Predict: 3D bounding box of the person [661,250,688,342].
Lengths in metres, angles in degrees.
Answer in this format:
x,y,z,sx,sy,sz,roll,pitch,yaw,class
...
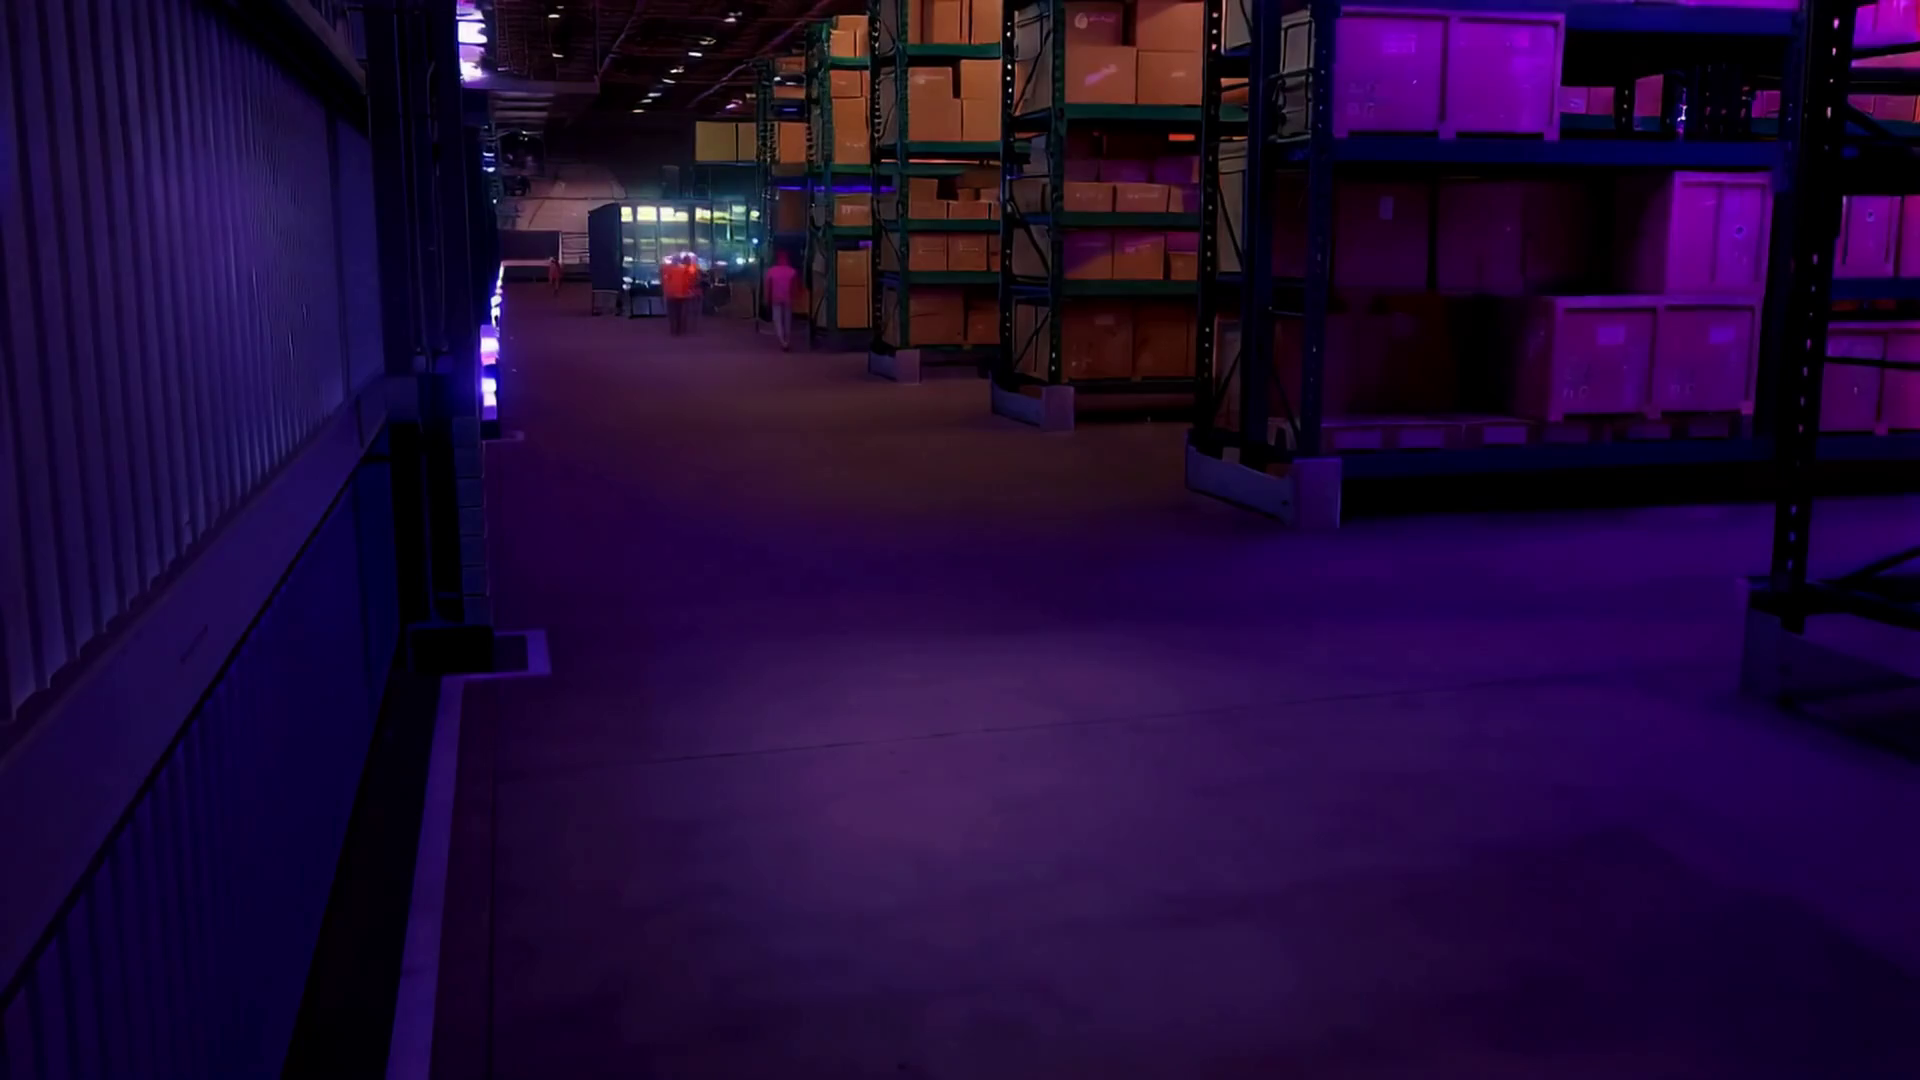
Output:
x,y,z,sx,sy,sz,roll,pitch,yaw,class
-6.084,-5.216,35.588,0.682,1.951,0.804,-3,11,-19,person

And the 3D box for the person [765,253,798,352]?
x,y,z,sx,sy,sz,roll,pitch,yaw,class
-3.450,-4.600,32.231,0.647,1.898,0.999,-1,10,-8,person

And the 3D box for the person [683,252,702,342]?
x,y,z,sx,sy,sz,roll,pitch,yaw,class
-5.687,-5.131,35.244,0.400,1.908,0.721,0,10,0,person

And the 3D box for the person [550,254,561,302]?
x,y,z,sx,sy,sz,roll,pitch,yaw,class
-14.787,-9.568,60.725,0.319,1.755,0.572,5,11,25,person
